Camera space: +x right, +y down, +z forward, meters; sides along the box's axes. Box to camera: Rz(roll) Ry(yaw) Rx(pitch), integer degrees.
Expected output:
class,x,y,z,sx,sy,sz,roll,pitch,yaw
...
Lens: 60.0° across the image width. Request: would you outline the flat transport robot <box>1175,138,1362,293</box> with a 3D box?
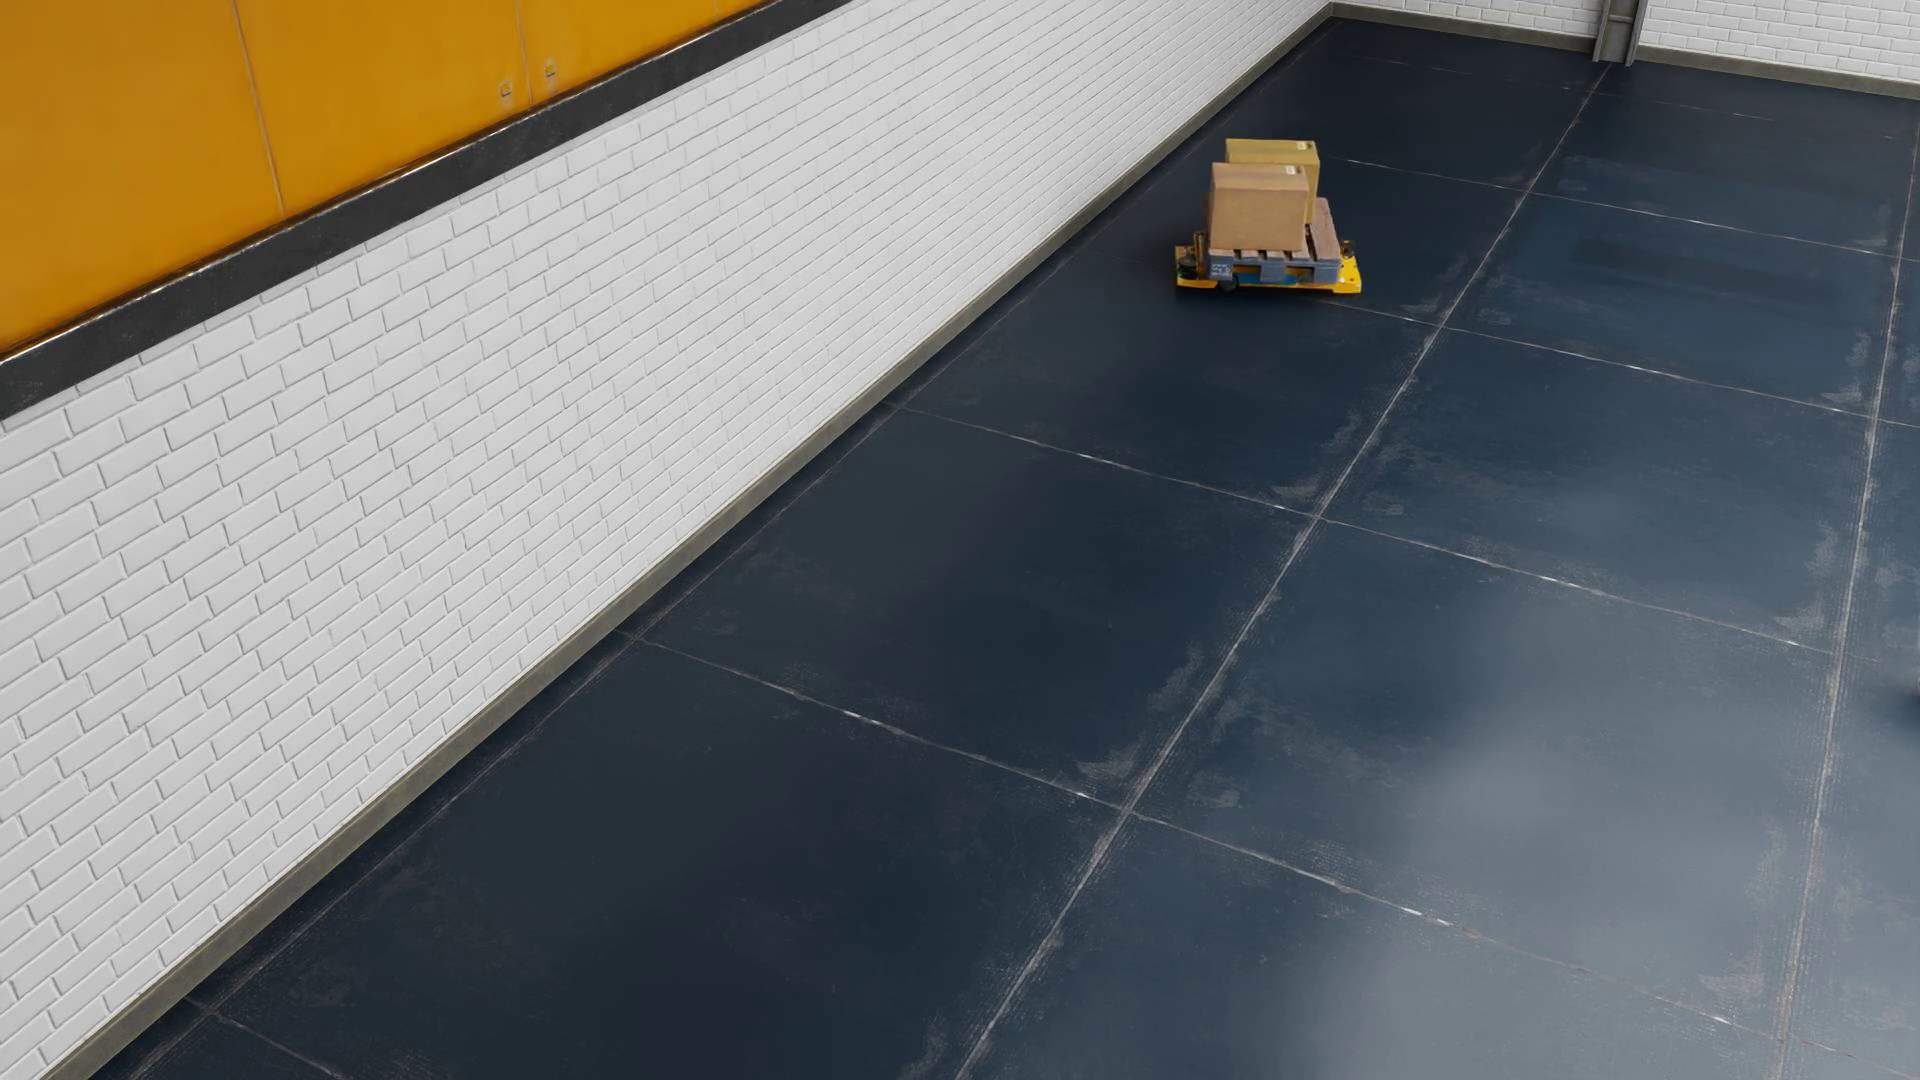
class,x,y,z,sx,sy,sz,roll,pitch,yaw
flat transport robot,2.444,-2.207,13.262,1.431,0.231,0.659,2,34,4
